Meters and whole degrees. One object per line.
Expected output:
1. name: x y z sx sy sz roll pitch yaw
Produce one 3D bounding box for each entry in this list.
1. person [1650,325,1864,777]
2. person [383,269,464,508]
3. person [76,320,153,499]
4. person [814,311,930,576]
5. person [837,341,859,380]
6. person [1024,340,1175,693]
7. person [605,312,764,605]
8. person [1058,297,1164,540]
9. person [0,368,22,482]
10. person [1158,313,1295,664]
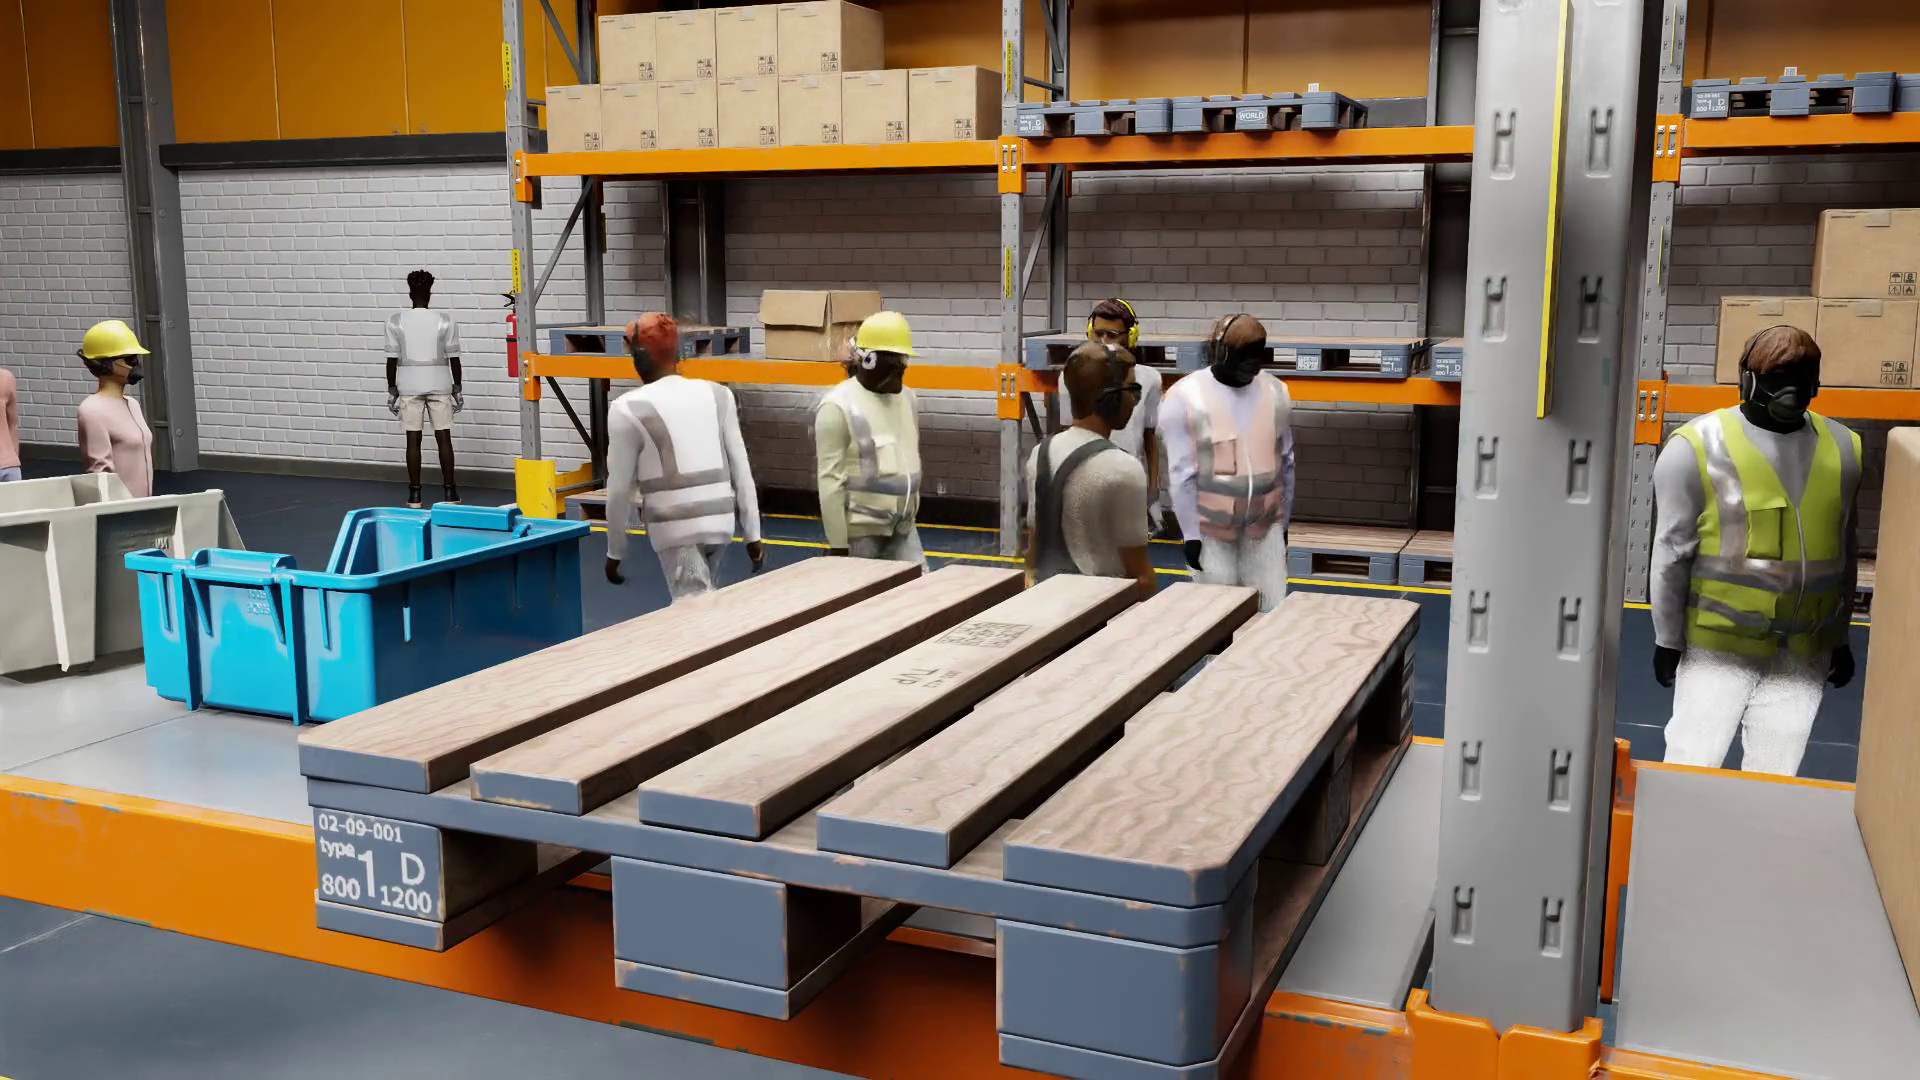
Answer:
1. person: 2.370 0.287 4.950 0.634 1.841 0.429 -1 9 -4
2. person: -4.427 -1.247 13.761 0.612 1.963 0.363 -3 10 -16
3. person: -3.695 -0.080 7.362 0.307 1.772 0.526 -1 10 -9
4. person: -0.355 -0.068 7.165 0.454 1.810 0.624 8 12 39
5. person: -0.464 -0.182 8.396 0.321 1.634 0.536 7 12 37
6. person: 0.388 0.291 5.080 0.983 1.798 0.531 -5 11 -27
7. person: -1.129 -0.014 6.817 0.925 1.827 0.581 9 13 42
8. person: 0.687 -0.183 7.716 0.518 1.860 0.330 0 9 -2
9. person: -5.338 -0.366 9.087 0.317 1.769 0.522 1 10 7
10. person: 1.154 -0.061 7.128 0.634 1.814 0.432 -2 10 -12
